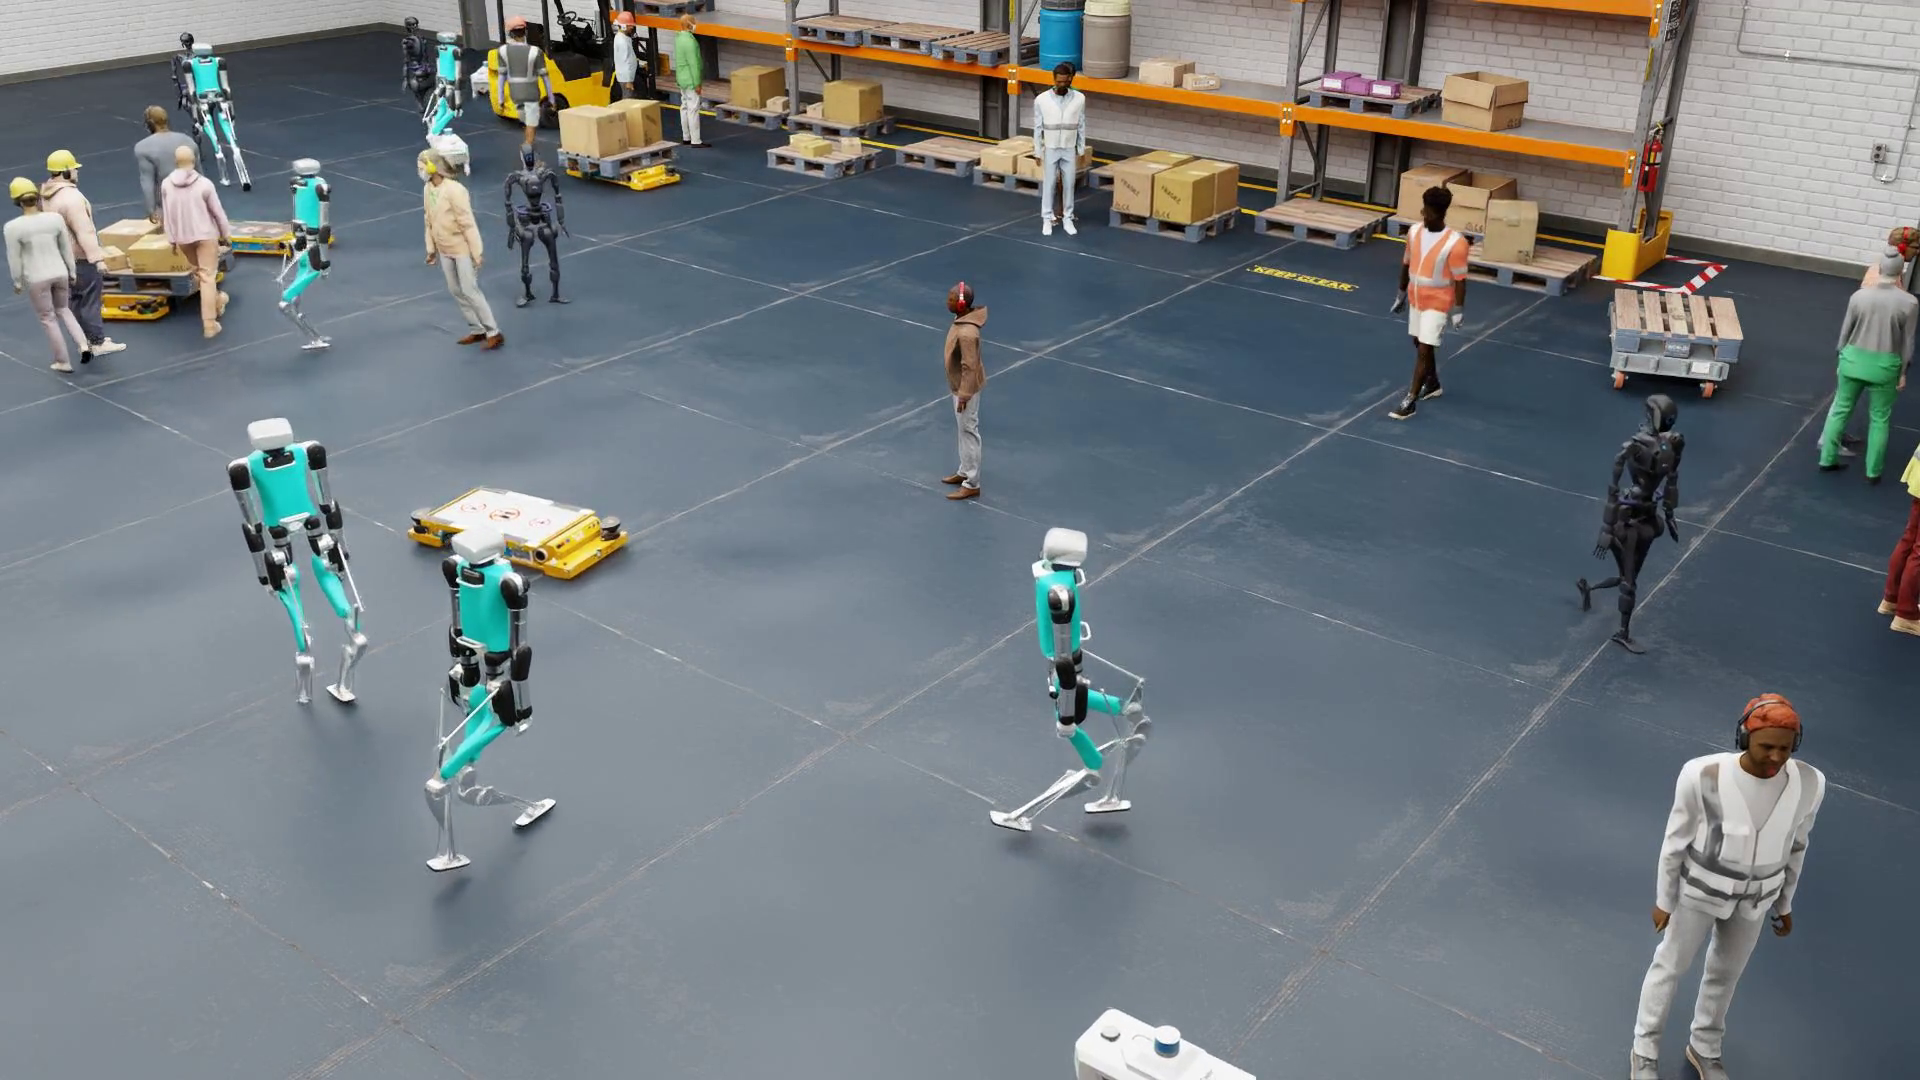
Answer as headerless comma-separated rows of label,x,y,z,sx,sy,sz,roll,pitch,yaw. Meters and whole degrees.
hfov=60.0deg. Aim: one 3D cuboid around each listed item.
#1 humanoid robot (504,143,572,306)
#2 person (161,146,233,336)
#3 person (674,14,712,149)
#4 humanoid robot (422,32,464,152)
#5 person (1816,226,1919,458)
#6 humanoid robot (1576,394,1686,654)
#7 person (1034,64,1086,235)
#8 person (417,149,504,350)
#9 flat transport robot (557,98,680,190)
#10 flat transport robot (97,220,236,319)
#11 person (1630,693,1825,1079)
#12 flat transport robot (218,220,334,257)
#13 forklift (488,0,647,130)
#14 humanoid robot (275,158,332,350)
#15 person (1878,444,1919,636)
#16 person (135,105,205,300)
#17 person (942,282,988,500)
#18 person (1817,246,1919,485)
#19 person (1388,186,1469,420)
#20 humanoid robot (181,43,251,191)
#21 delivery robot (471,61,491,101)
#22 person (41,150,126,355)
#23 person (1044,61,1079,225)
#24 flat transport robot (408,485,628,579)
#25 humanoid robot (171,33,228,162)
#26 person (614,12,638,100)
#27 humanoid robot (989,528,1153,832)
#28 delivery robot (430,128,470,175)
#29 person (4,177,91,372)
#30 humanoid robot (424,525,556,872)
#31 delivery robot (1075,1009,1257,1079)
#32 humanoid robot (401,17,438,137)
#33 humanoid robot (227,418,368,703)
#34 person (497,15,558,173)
humanoid robot,-4.170,-3.106,16.399,0.615,1.644,0.395,-12,28,-24
person,-7.231,-2.891,15.868,0.533,1.733,0.916,1,26,1
person,-3.707,-6.305,22.889,0.383,1.784,0.536,-15,29,-28
humanoid robot,-6.773,-5.616,21.512,0.595,1.769,0.868,21,33,37
person,7.101,-1.562,13.016,0.402,1.832,0.574,15,29,28
humanoid robot,4.146,-0.162,10.331,0.612,1.640,0.680,-11,28,-22
person,1.124,-4.423,18.851,0.595,1.909,0.410,-4,26,-9
person,-4.645,-2.679,15.311,0.624,1.843,0.417,17,31,32
flat transport robot,-4.351,-4.747,21.402,1.431,0.231,0.659,18,31,33
flat transport robot,-8.098,-2.525,16.800,0.659,0.231,1.431,2,26,4
person,3.090,1.448,6.717,0.574,1.882,0.361,1,26,2
flat transport robot,-7.801,-3.347,18.502,1.431,0.231,0.659,4,26,8
forklift,-5.874,-7.334,24.552,1.214,2.155,2.313,19,32,34
humanoid robot,-6.043,-2.522,15.116,0.532,1.762,0.807,19,32,34
person,6.094,-0.267,10.394,0.377,1.774,0.466,5,26,11
person,-7.910,-3.419,16.764,0.655,1.902,0.789,-19,31,-34
person,0.039,-1.104,12.263,0.328,1.651,0.459,-2,26,-4
person,6.854,-1.318,12.496,0.532,1.838,0.398,18,31,33
person,3.896,-1.991,13.796,0.760,1.950,0.645,-15,29,-28
humanoid robot,-9.222,-5.211,20.767,0.546,1.862,0.852,-20,32,-35
delivery robot,-7.440,-7.245,26.265,0.499,0.612,0.814,2,26,4
person,-8.043,-2.604,15.142,0.791,1.859,0.433,23,34,39
person,1.169,-4.616,19.314,0.494,1.849,0.396,-20,32,-35
flat transport robot,-3.121,-0.067,11.710,1.431,0.231,0.659,12,28,24
humanoid robot,-10.162,-5.902,22.157,0.599,1.657,0.315,-2,26,-4
person,-4.669,-6.543,23.428,0.350,1.740,0.573,-5,26,-11
humanoid robot,0.642,0.746,8.340,0.995,1.750,0.559,-2,26,-4
delivery robot,-6.670,-5.077,21.778,0.499,0.613,0.811,-12,28,-24
person,-8.076,-2.321,14.673,0.378,1.756,0.527,17,30,31
humanoid robot,-2.478,0.871,8.146,0.534,1.769,1.023,16,30,30
delivery robot,0.837,2.222,6.652,0.790,0.606,0.499,18,31,33
humanoid robot,-7.661,-6.535,23.492,0.431,1.647,0.587,8,27,16
humanoid robot,-3.685,0.216,9.437,0.555,1.792,0.668,-17,31,-31
person,-5.529,-5.688,21.356,0.689,1.999,0.726,6,26,11
